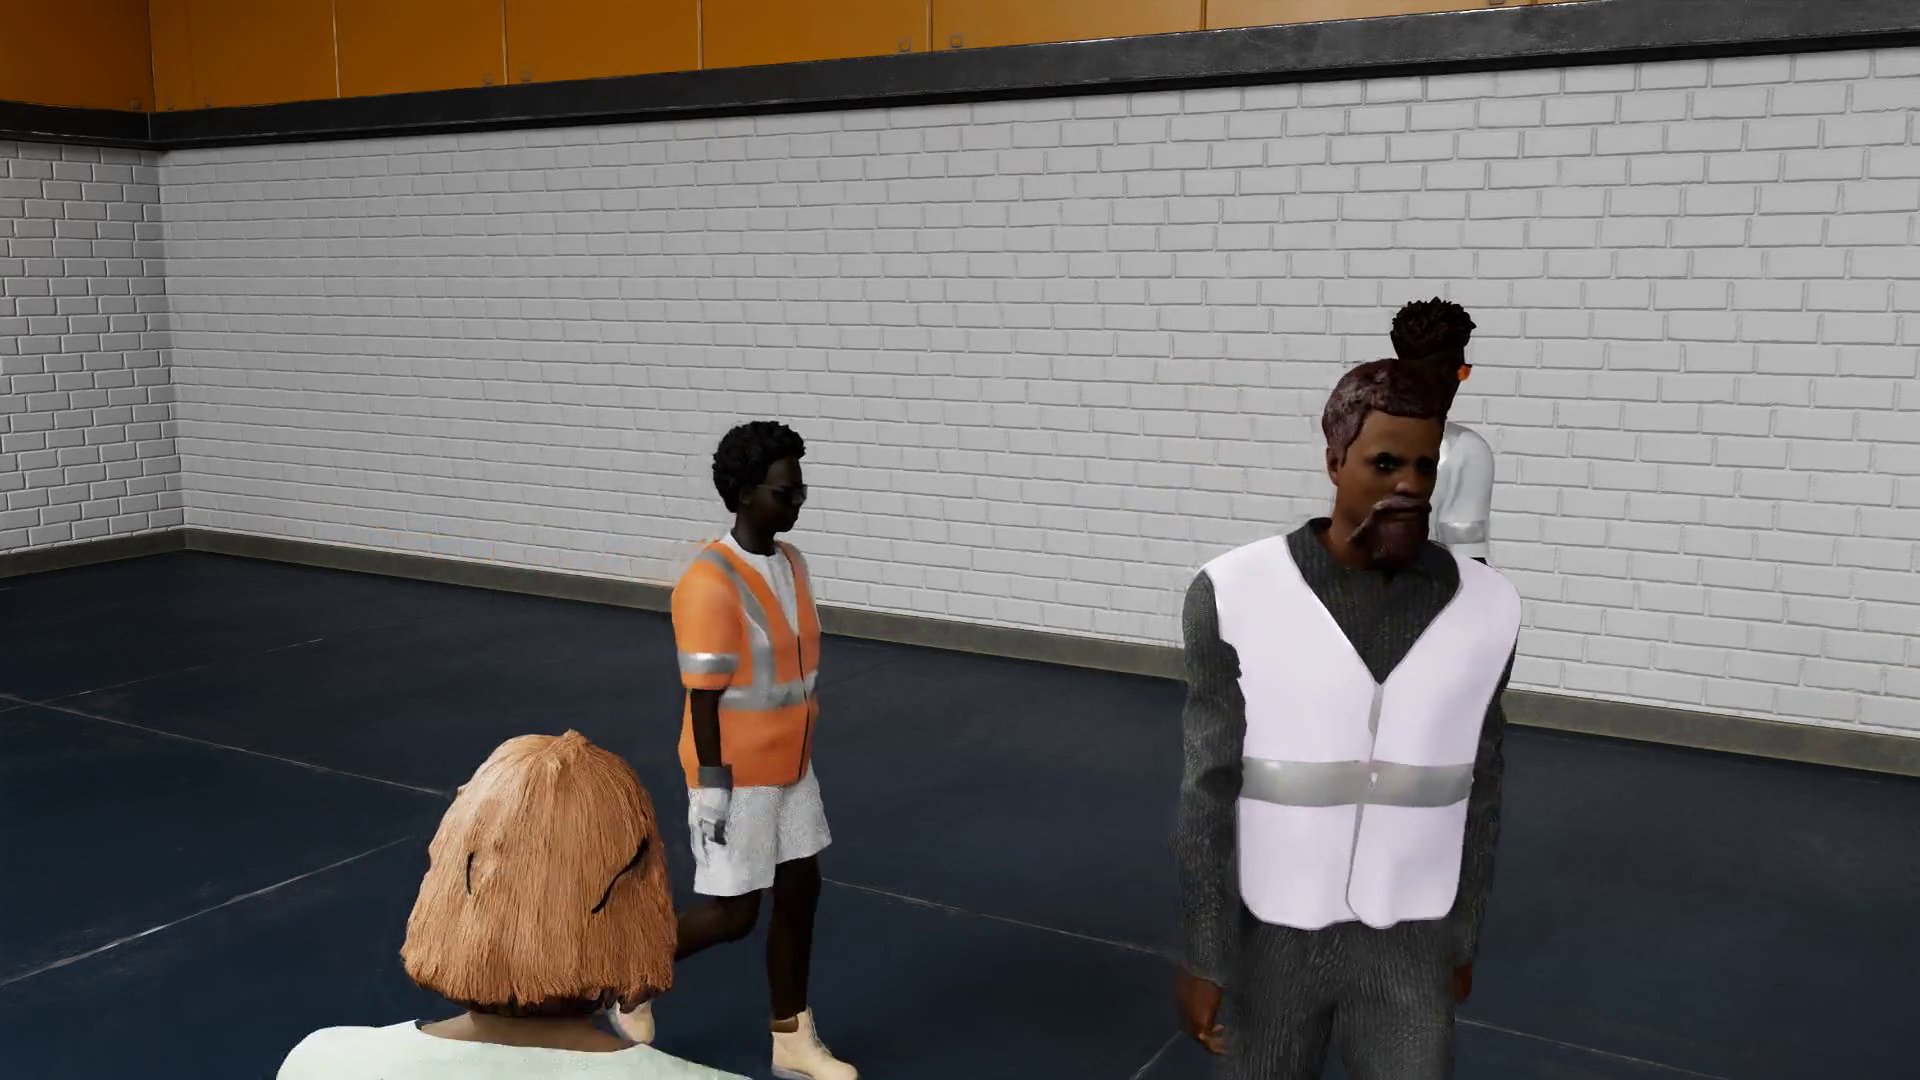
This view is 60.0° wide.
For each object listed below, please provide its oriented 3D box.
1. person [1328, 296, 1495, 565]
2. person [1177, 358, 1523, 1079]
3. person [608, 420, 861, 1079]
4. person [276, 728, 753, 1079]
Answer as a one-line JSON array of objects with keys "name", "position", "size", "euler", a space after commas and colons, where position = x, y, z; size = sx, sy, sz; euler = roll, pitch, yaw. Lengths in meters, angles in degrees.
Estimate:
[{"name": "person", "position": [1.321, 0.274, 4.888], "size": [0.375, 1.959, 0.608], "euler": [-4, 10, -25]}, {"name": "person", "position": [0.639, 0.628, 2.863], "size": [0.593, 1.899, 0.803], "euler": [-1, 9, -5]}, {"name": "person", "position": [-0.567, 0.536, 4.085], "size": [0.589, 1.681, 0.541], "euler": [4, 10, 24]}, {"name": "person", "position": [-0.407, 0.981, 1.538], "size": [0.502, 1.609, 0.727], "euler": [0, 9, 2]}]
